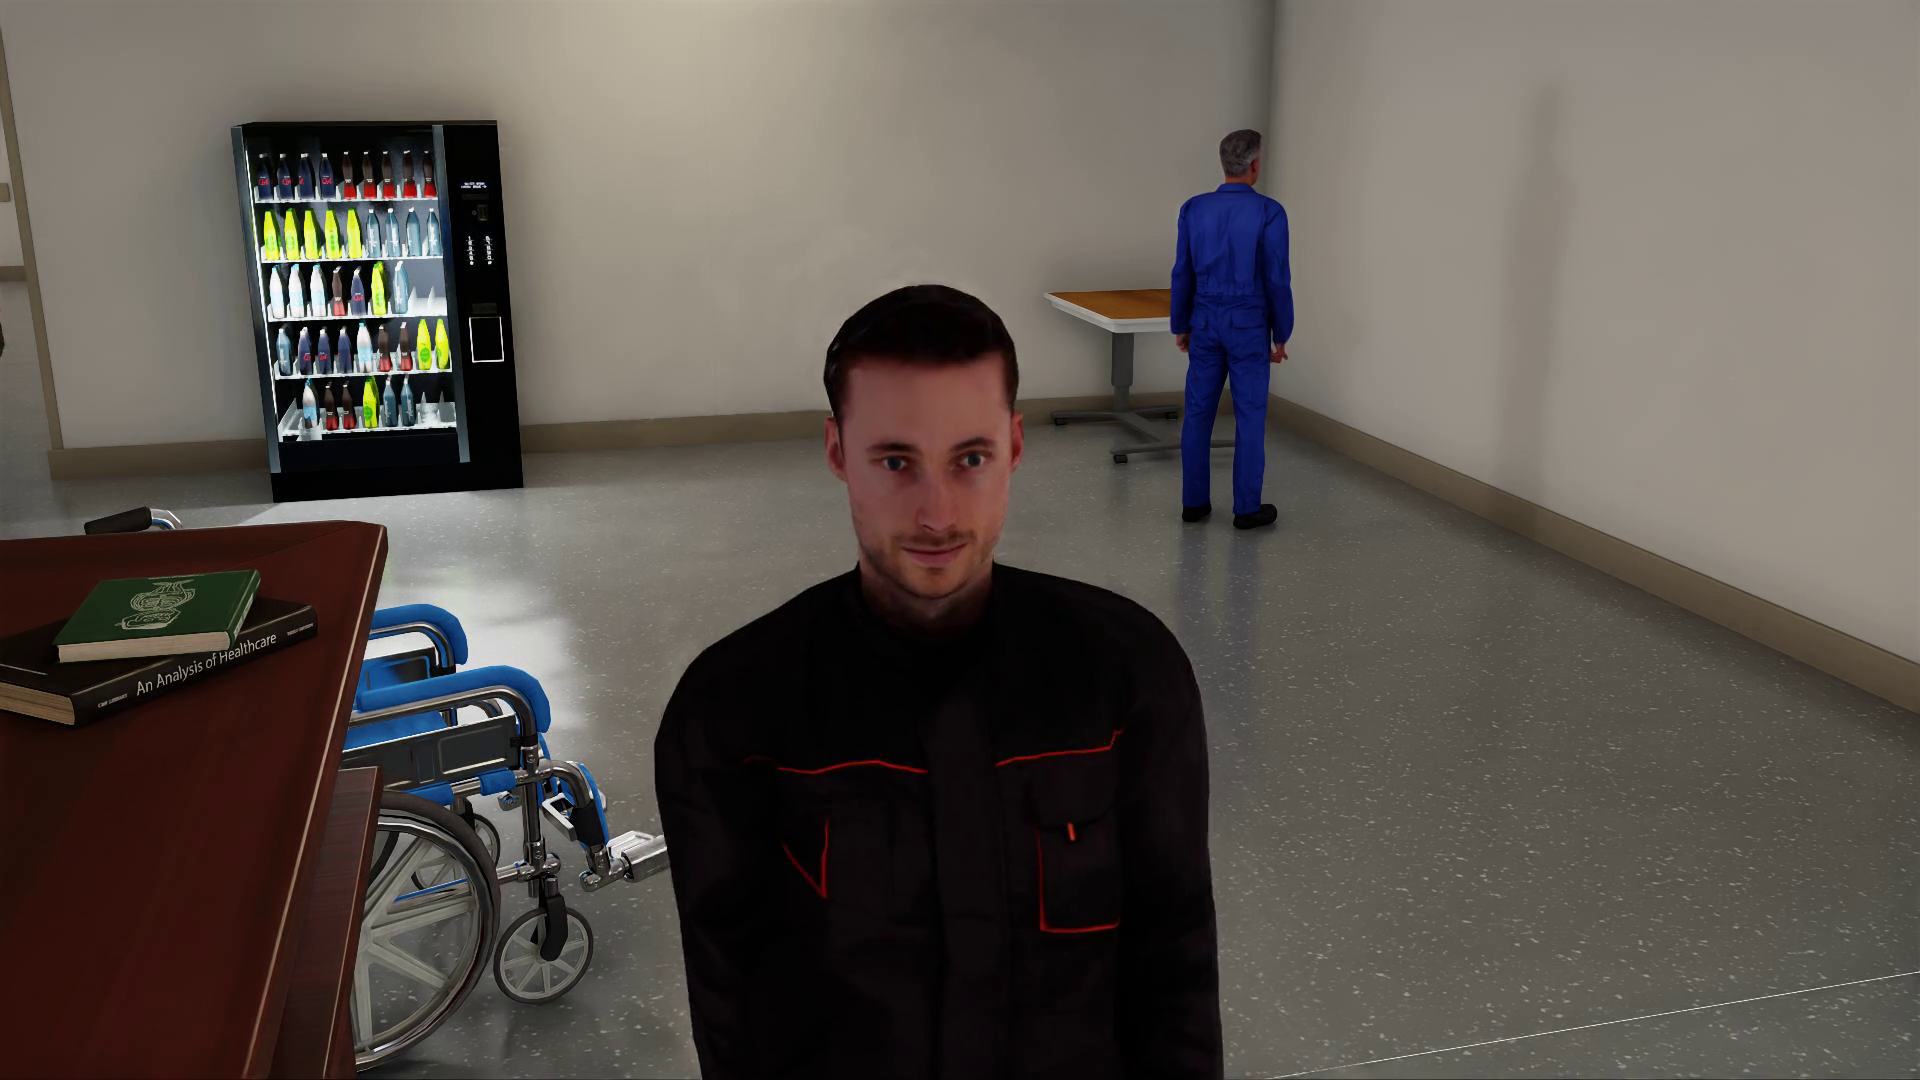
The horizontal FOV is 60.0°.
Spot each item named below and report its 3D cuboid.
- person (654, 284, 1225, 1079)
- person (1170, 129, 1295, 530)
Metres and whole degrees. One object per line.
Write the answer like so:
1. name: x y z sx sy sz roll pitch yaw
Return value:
1. person: -0.026 0.676 1.811 1.033 1.875 0.751 -4 16 -14
2. person: 1.259 -0.980 7.772 0.779 1.827 0.833 9 18 30
